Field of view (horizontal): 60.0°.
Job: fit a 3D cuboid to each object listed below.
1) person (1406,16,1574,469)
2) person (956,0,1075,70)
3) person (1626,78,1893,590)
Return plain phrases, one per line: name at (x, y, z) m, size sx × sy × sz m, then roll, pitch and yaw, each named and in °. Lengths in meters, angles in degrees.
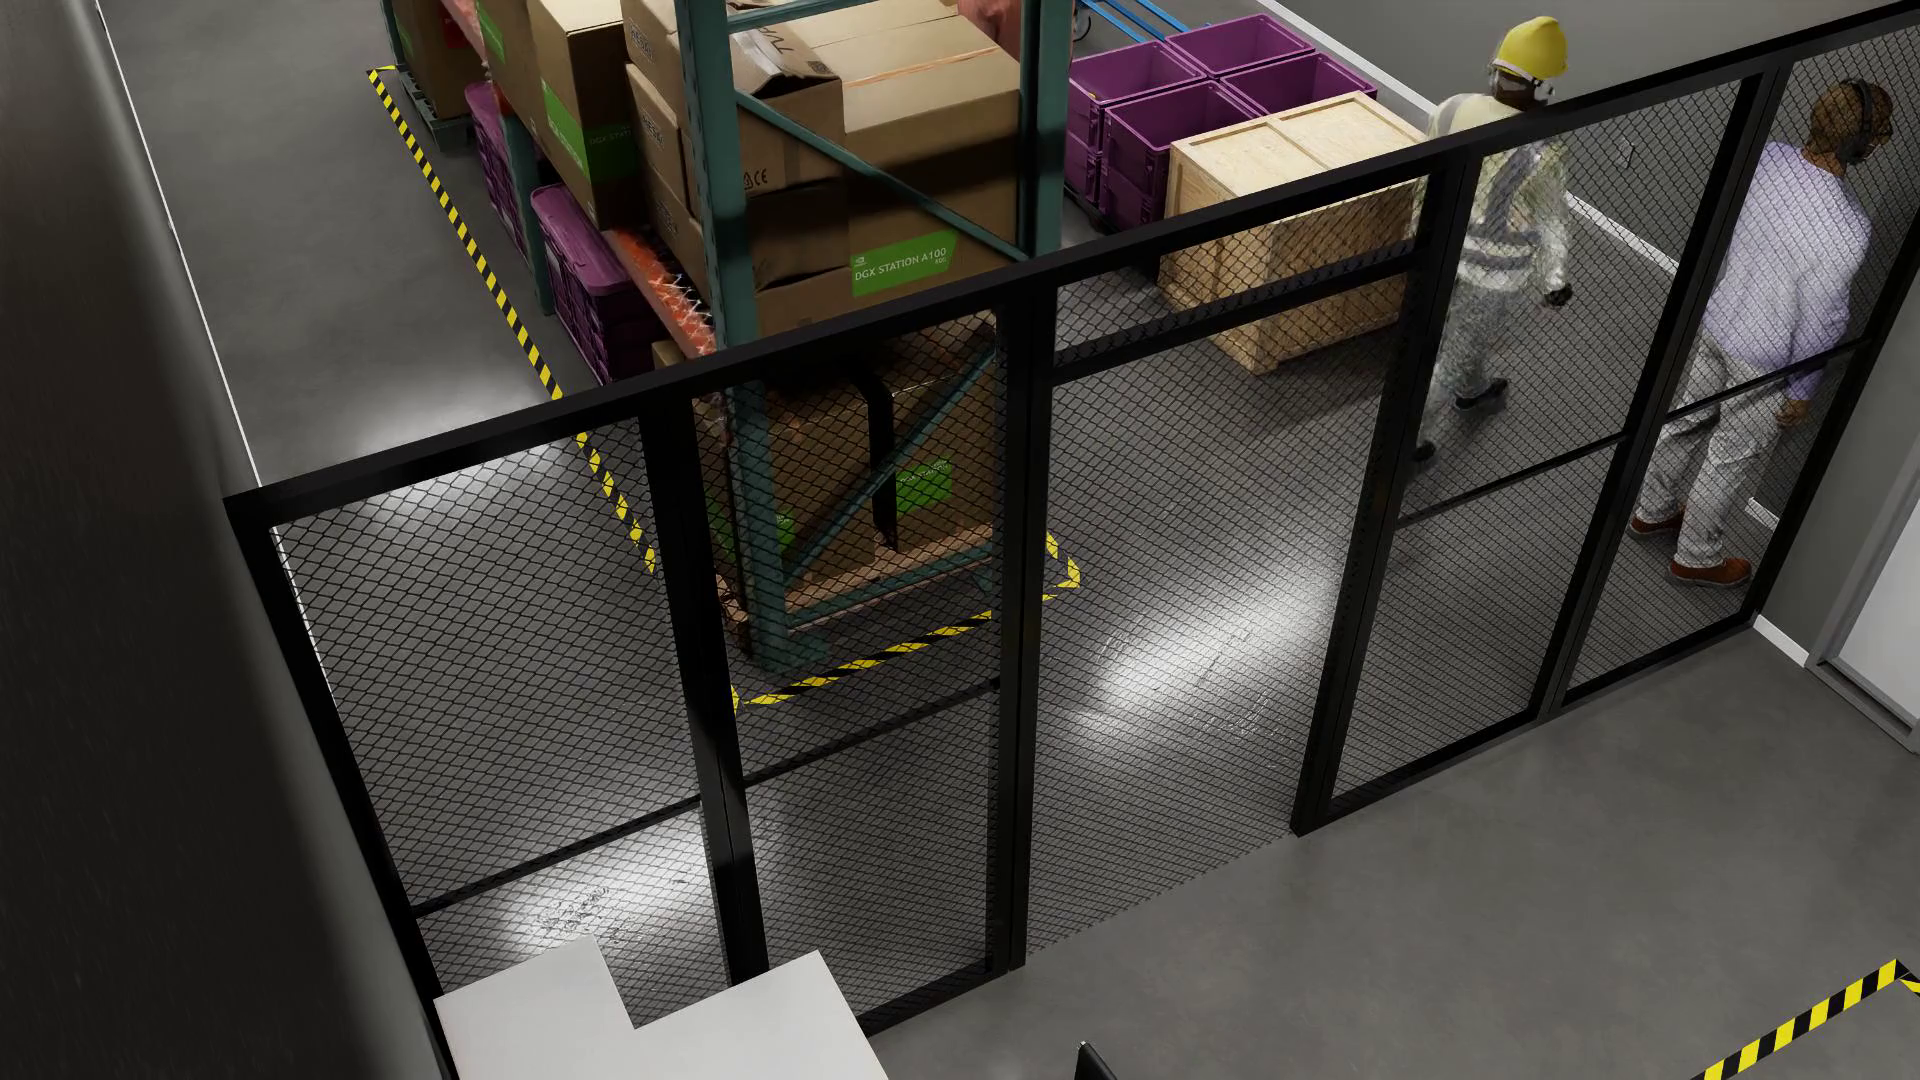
person at (1.974, -1.082, 6.229) m, size 0.806 × 1.796 × 0.596 m, roll -20°, pitch 46°, yaw -20°
person at (0.208, -1.819, 6.892) m, size 0.622 × 1.995 × 0.383 m, roll -31°, pitch 51°, yaw -30°
person at (2.725, -0.668, 5.678) m, size 0.372 × 1.939 × 0.632 m, roll -8°, pitch 43°, yaw -9°
